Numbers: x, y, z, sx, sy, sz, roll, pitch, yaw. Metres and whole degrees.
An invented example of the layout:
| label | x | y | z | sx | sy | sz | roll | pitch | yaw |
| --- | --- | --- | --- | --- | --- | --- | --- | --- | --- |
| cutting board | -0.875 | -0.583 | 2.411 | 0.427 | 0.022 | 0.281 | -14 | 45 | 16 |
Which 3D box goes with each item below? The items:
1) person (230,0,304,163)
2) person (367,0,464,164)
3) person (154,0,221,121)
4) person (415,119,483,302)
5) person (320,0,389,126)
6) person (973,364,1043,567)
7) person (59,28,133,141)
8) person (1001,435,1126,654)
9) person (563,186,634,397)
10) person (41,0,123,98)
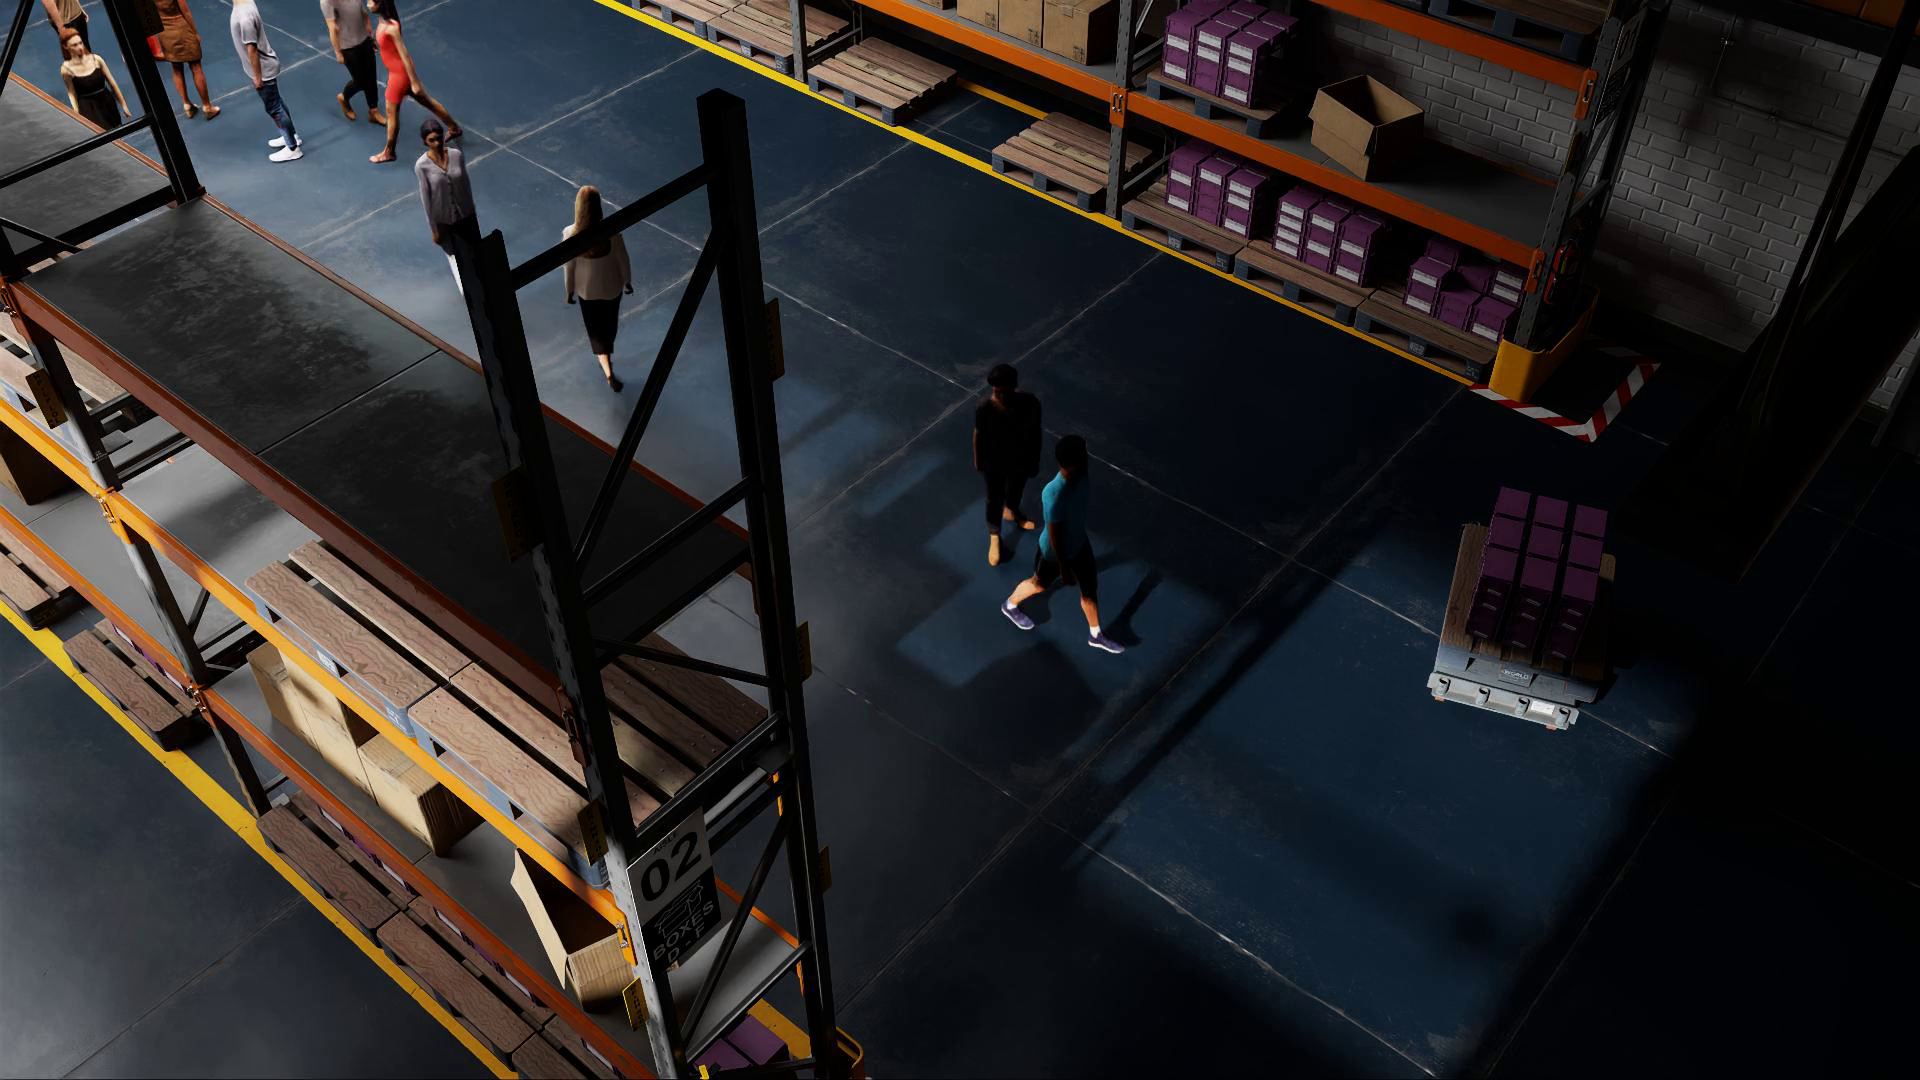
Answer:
| label | x | y | z | sx | sy | sz | roll | pitch | yaw |
| --- | --- | --- | --- | --- | --- | --- | --- | --- | --- |
| person | -6.556 | -4.469 | 15.588 | 0.805 | 1.887 | 0.669 | -18 | 46 | -18 |
| person | -5.165 | -4.391 | 15.664 | 0.966 | 1.670 | 1.167 | -20 | 47 | -19 |
| person | -7.631 | -4.919 | 16.208 | 0.606 | 1.683 | 0.701 | 5 | 44 | 5 |
| person | -4.255 | -2.713 | 13.838 | 0.697 | 1.758 | 0.741 | -22 | 48 | -22 |
| person | -5.925 | -4.836 | 16.104 | 0.818 | 1.706 | 0.684 | 23 | 48 | 22 |
| person | 0.341 | -0.641 | 11.719 | 0.882 | 1.681 | 0.950 | -10 | 44 | -10 |
| person | -7.922 | -3.938 | 15.252 | 1.108 | 1.581 | 0.566 | 30 | 51 | 28 |
| person | 0.596 | 0.032 | 10.973 | 1.129 | 1.735 | 0.664 | 26 | 49 | 25 |
| person | -2.794 | -1.880 | 12.920 | 0.906 | 1.817 | 0.988 | -11 | 45 | -12 |
| person | -8.769 | -5.134 | 16.311 | 0.782 | 1.852 | 0.747 | 1 | 44 | 1 |
